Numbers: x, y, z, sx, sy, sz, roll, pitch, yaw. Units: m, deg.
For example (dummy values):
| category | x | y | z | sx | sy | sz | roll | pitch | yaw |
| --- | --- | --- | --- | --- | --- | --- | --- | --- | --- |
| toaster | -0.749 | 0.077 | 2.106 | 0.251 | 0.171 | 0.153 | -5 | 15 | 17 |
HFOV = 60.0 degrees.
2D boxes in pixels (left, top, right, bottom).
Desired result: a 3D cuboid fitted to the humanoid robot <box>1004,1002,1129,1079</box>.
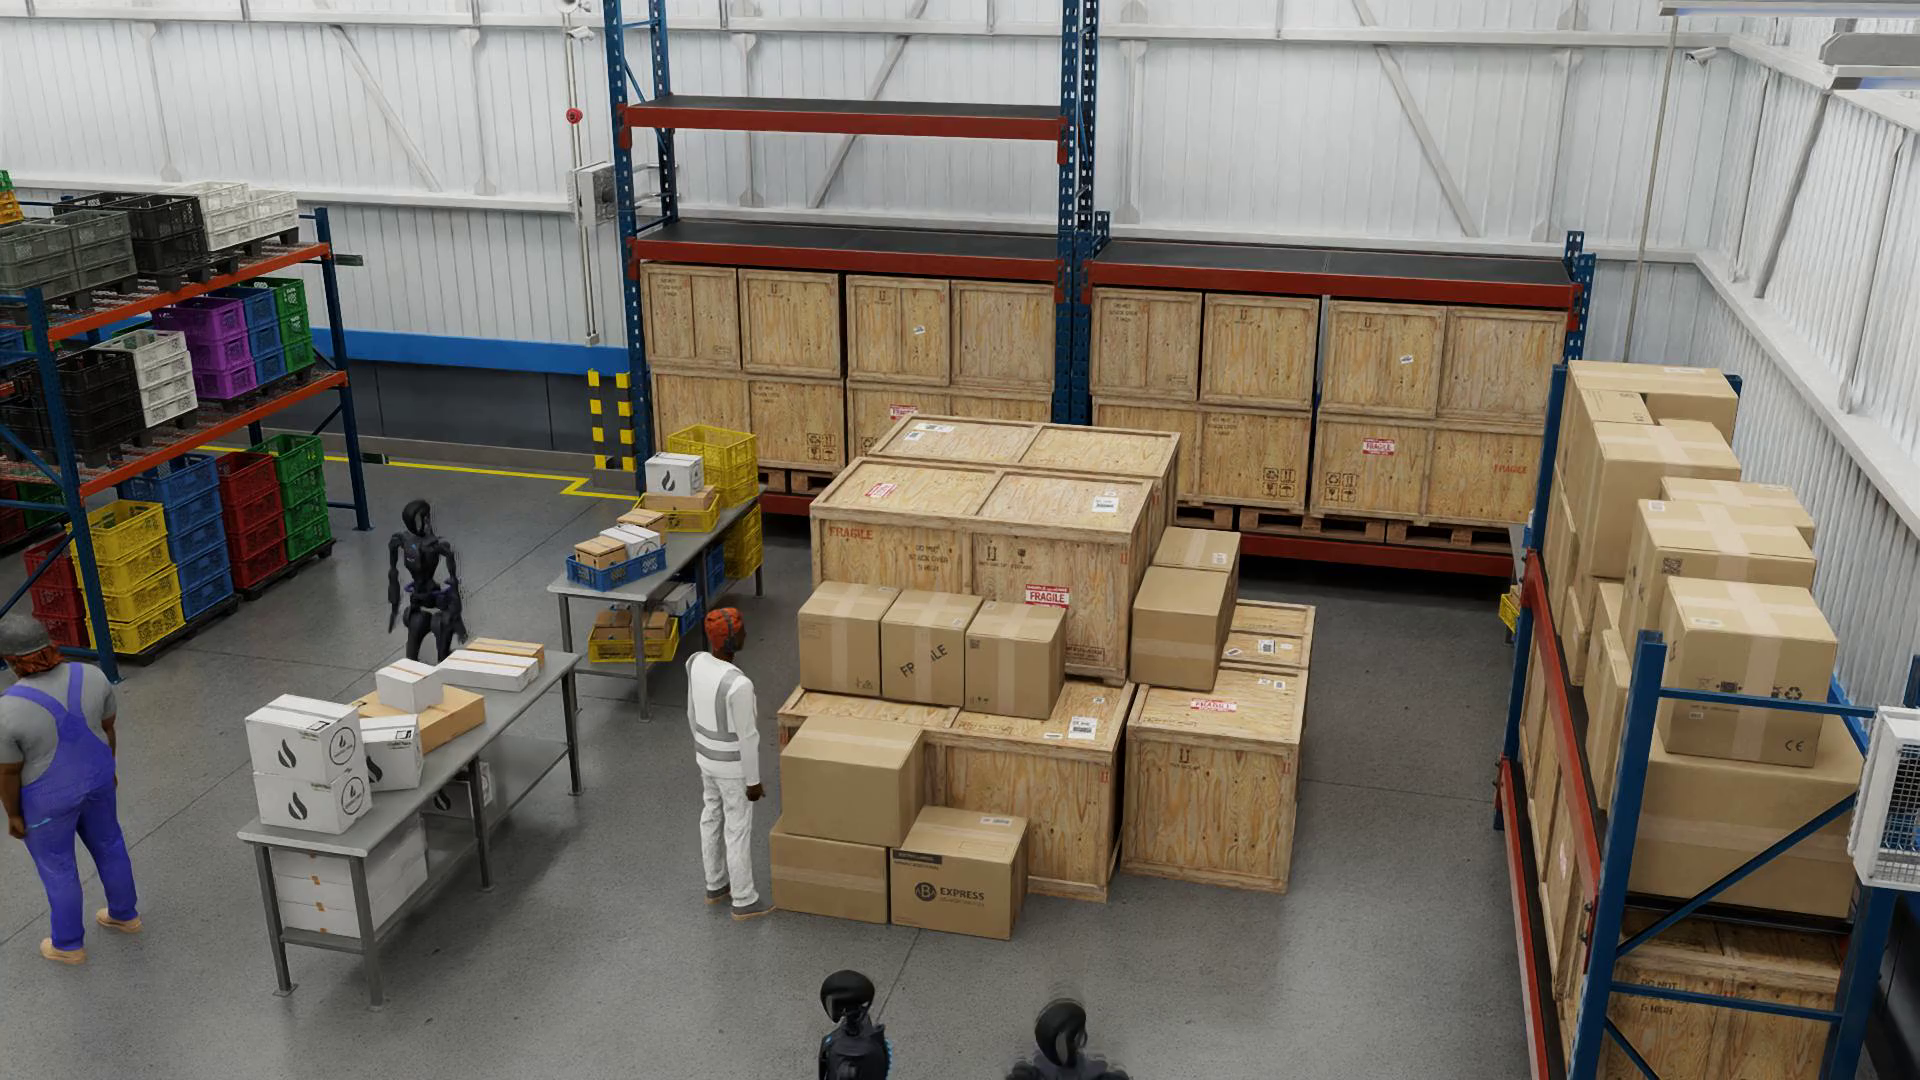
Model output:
| category | x | y | z | sx | sy | sz | roll | pitch | yaw |
| --- | --- | --- | --- | --- | --- | --- | --- | --- | --- |
| humanoid robot | 0.439 | 2.529 | 6.497 | 0.627 | 1.620 | 0.569 | 4 | 21 | 10 |

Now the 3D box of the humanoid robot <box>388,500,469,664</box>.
| category | x | y | z | sx | sy | sz | roll | pitch | yaw |
| --- | --- | --- | --- | --- | --- | --- | --- | --- | --- |
| humanoid robot | -3.759 | 0.493 | 11.782 | 0.629 | 1.652 | 0.363 | 5 | 22 | 14 |

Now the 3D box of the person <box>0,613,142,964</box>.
| category | x | y | z | sx | sy | sz | roll | pitch | yaw |
| --- | --- | --- | --- | --- | --- | --- | --- | --- | --- |
| person | -4.938 | 1.327 | 9.094 | 0.536 | 2.000 | 0.679 | 11 | 24 | 27 |

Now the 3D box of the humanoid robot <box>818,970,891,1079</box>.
| category | x | y | z | sx | sy | sz | roll | pitch | yaw |
| --- | --- | --- | --- | --- | --- | --- | --- | --- | --- |
| humanoid robot | -0.416 | 2.441 | 6.669 | 0.315 | 1.656 | 0.609 | 0 | 21 | 1 |

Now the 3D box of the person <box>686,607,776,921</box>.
| category | x | y | z | sx | sy | sz | roll | pitch | yaw |
| --- | --- | --- | --- | --- | --- | --- | --- | --- | --- |
| person | -1.318 | 1.267 | 9.475 | 0.360 | 1.879 | 0.573 | -17 | 27 | -38 |
